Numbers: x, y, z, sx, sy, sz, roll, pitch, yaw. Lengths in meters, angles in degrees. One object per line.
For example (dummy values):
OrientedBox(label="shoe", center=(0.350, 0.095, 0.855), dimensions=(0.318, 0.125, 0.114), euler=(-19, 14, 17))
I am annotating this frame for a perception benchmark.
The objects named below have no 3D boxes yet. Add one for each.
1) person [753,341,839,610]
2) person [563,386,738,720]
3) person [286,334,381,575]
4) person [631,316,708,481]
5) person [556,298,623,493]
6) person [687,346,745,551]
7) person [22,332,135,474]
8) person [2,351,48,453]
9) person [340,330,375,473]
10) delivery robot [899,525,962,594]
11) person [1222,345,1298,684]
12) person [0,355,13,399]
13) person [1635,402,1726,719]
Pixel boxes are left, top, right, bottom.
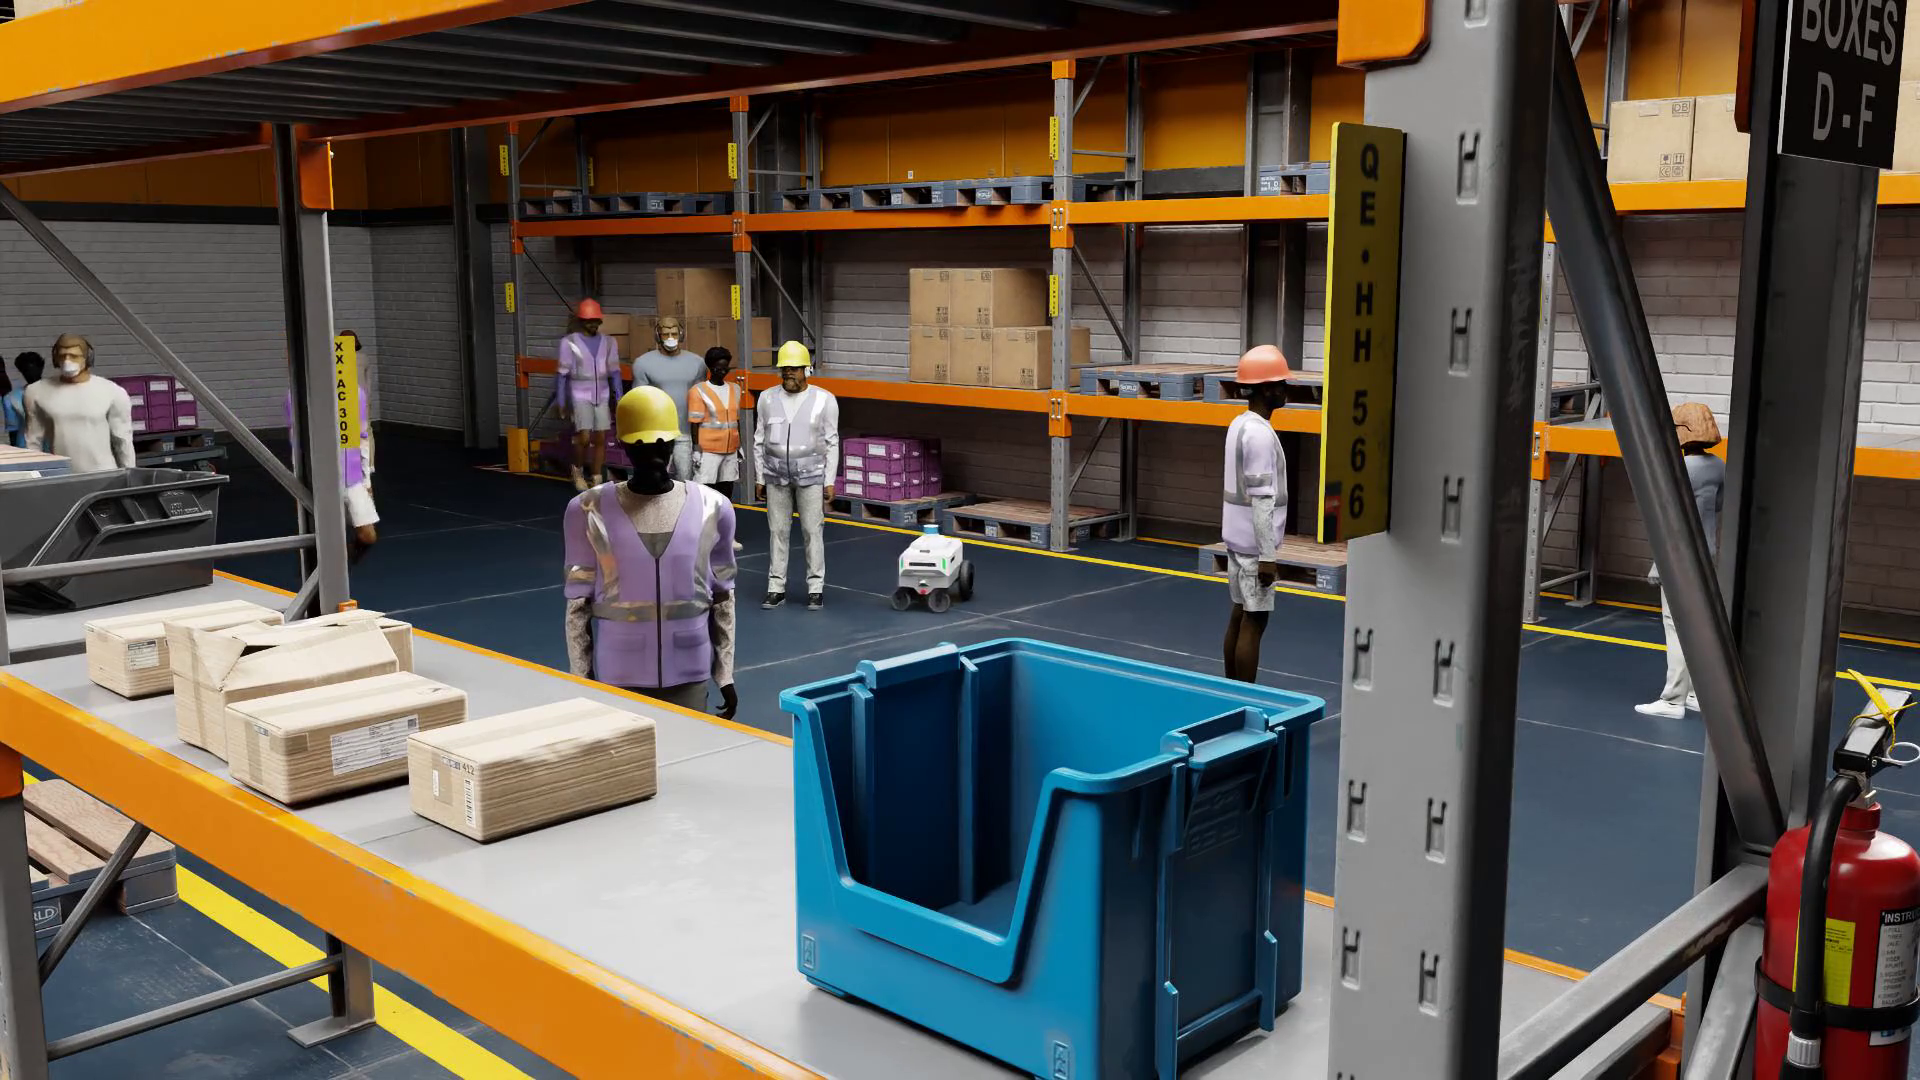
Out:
OrientedBox(label="person", center=(-1.121, -0.432, 11.300), dimensions=(0.586, 1.833, 0.403), euler=(1, 9, 8))
OrientedBox(label="person", center=(-1.040, 0.438, 5.676), dimensions=(0.587, 1.927, 0.367), euler=(-3, 10, -19))
OrientedBox(label="person", center=(-4.029, -0.382, 10.720), dimensions=(0.427, 1.918, 0.562), euler=(7, 12, 38))
OrientedBox(label="person", center=(-2.347, -0.853, 13.552), dimensions=(0.638, 1.938, 0.356), euler=(-4, 10, -23))
OrientedBox(label="person", center=(-3.727, -1.433, 16.859), dimensions=(0.653, 2.020, 0.462), euler=(-7, 12, -36))
OrientedBox(label="person", center=(-1.976, -0.731, 13.556), dimensions=(0.317, 1.691, 0.540), euler=(9, 13, 43))
OrientedBox(label="person", center=(-5.654, -0.384, 10.738), dimensions=(0.637, 1.924, 0.746), euler=(-2, 10, -13))
OrientedBox(label="person", center=(-7.467, -0.715, 13.536), dimensions=(0.532, 1.663, 0.756), euler=(-8, 12, -41))
OrientedBox(label="person", center=(-6.828, -1.549, 18.751), dimensions=(0.279, 1.633, 0.497), euler=(4, 10, 25))
OrientedBox(label="delivery robot", center=(-0.198, 0.138, 11.423), dimensions=(0.477, 0.478, 0.707), euler=(1, 9, 9))
OrientedBox(label="person", center=(1.487, 0.005, 8.281), dimensions=(0.350, 1.942, 0.547), euler=(0, 9, -2))
OrientedBox(label="person", center=(-8.676, -1.034, 14.642), dimensions=(0.846, 1.933, 0.747), euler=(8, 12, 40))
OrientedBox(label="person", center=(3.745, 0.106, 8.607), dimensions=(0.500, 1.633, 0.281), euler=(-7, 12, -37))
